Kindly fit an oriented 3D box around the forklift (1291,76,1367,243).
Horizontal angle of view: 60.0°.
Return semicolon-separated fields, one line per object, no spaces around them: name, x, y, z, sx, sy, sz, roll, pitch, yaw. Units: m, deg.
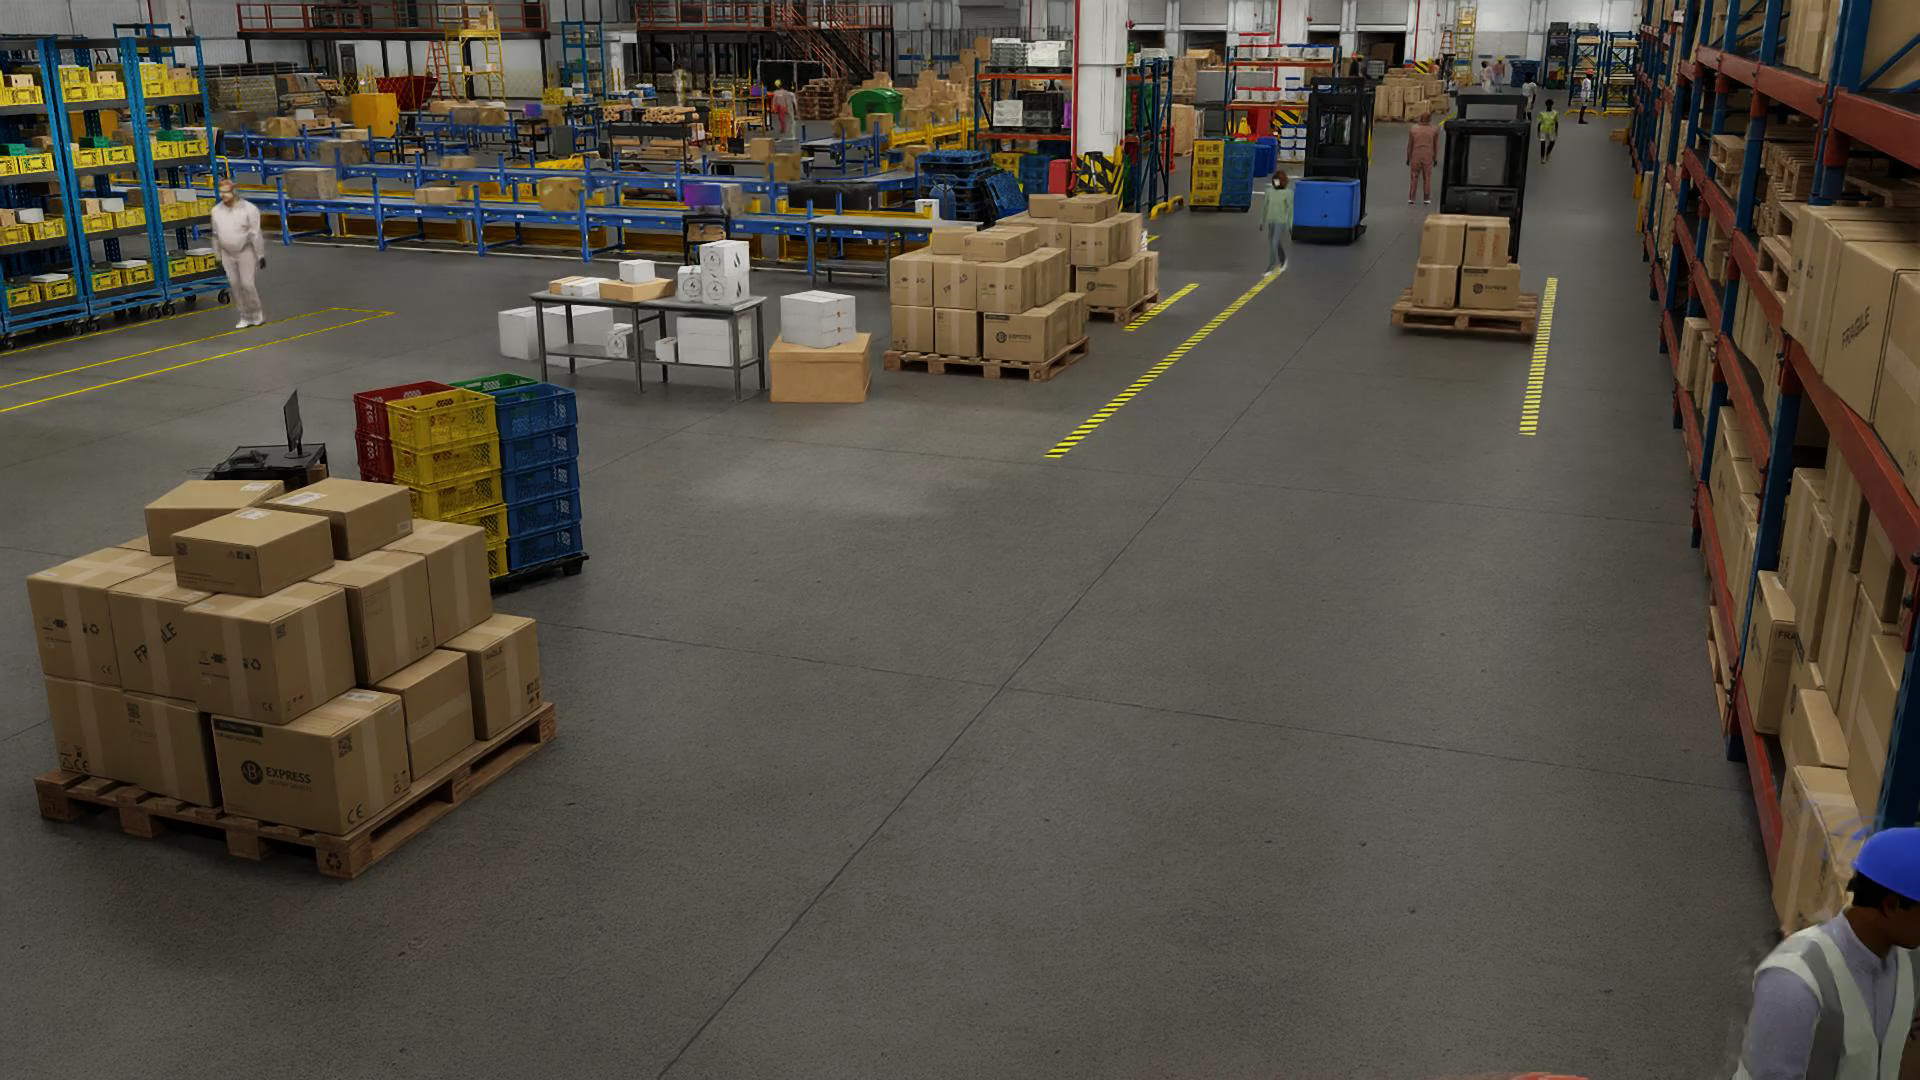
forklift;6.598;-6.755;29.381;1.129;2.768;1.873;6;19;19

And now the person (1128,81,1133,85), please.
person;9.351;-25.836;90.868;0.606;1.936;0.463;-7;19;-20

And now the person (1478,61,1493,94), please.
person;23.369;-20.356;73.881;0.527;1.798;0.655;-10;20;-29

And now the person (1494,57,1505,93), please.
person;26.857;-23.156;82.784;0.545;1.717;0.903;4;18;11

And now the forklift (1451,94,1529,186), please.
forklift;7.255;-4.744;23.062;1.129;2.768;1.873;6;19;18

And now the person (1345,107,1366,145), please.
person;9.590;-9.644;40.246;0.599;1.789;0.923;8;19;23

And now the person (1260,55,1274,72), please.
person;14.505;-21.945;78.639;0.631;1.940;0.372;6;19;19

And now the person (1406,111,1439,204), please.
person;9.737;-8.050;35.030;0.655;1.906;0.407;4;18;13

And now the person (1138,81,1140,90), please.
person;8.750;-22.247;79.604;0.584;1.928;0.373;11;21;30

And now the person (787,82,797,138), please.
person;-5.047;-12.873;50.245;0.324;1.871;0.526;-10;20;-28

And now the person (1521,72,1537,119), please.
person;18.996;-14.664;55.714;0.363;1.963;0.612;-9;20;-26

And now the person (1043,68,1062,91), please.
person;3.341;-15.853;59.331;0.683;2.000;0.537;5;18;17

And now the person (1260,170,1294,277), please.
person;4.904;-4.888;25.585;0.503;1.605;0.801;16;23;40

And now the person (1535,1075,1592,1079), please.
person;1.101;1.961;3.564;0.654;1.921;0.548;5;18;14

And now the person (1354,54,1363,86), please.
person;19.297;-22.575;80.665;0.405;1.924;0.609;12;21;33

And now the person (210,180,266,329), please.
person;-9.194;-3.621;21.140;0.665;1.887;0.447;2;18;6

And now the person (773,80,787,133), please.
person;-5.964;-14.533;55.733;0.533;1.709;0.789;9;20;26

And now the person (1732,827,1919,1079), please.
person;2.297;1.621;4.676;0.639;1.890;0.919;-7;19;-21

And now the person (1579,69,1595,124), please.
person;22.526;-15.937;59.788;0.388;1.929;0.539;3;18;8

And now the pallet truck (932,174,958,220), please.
pallet truck;-0.507;-5.292;27.348;0.653;1.274;1.630;6;19;19

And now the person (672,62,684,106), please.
person;-11.730;-18.885;69.144;0.426;1.871;0.578;10;20;30

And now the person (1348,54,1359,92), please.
person;18.565;-21.965;78.632;0.428;1.978;0.625;-4;18;-13

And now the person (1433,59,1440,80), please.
person;23.229;-22.694;81.408;0.675;1.677;0.533;10;20;29

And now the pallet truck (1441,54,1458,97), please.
pallet truck;22.765;-21.886;78.355;0.823;1.965;1.885;-4;18;-14

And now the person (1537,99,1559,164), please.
person;15.603;-10.853;44.186;0.558;1.684;0.362;3;18;9
